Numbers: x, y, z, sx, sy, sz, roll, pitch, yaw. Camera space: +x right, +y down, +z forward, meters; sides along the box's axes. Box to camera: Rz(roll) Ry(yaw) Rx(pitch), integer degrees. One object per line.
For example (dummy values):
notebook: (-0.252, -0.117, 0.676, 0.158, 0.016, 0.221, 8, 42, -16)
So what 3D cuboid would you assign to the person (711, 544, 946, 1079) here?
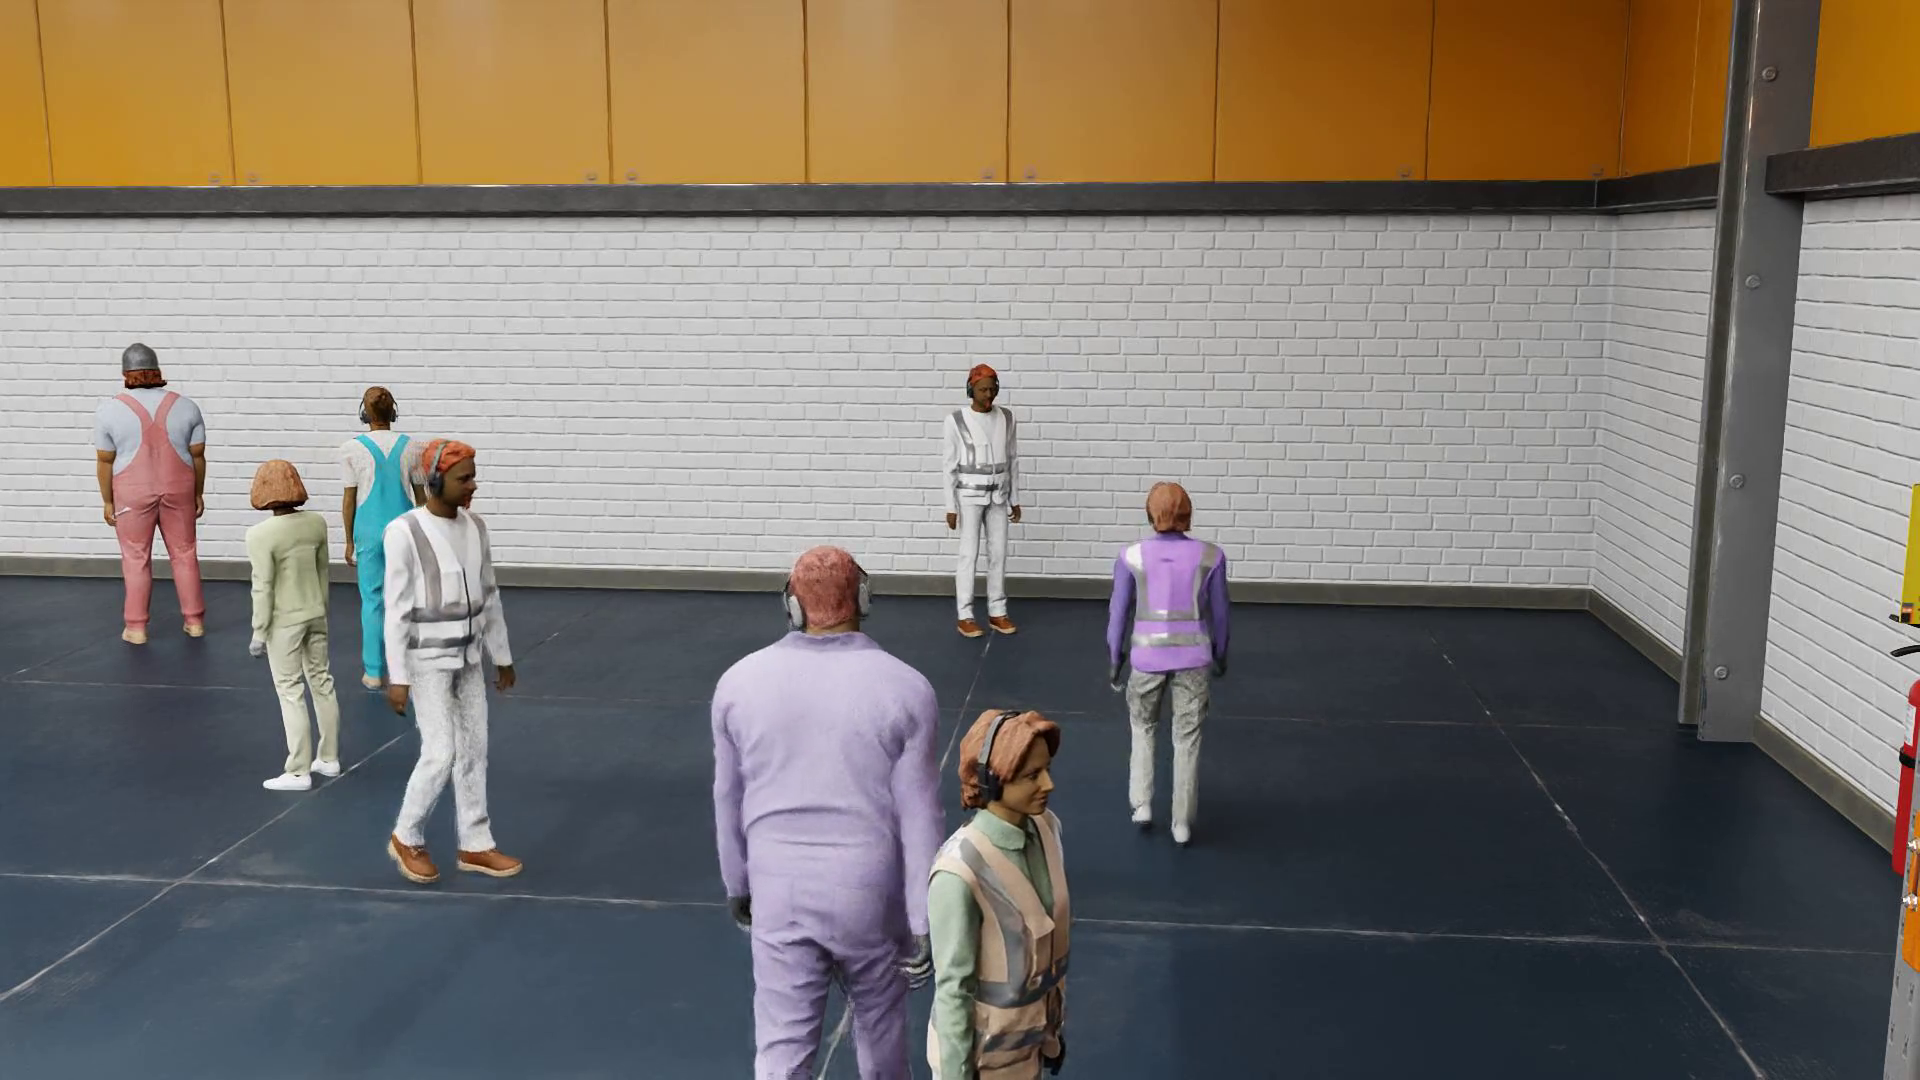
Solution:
person: (-0.345, 0.950, 4.530, 0.674, 1.854, 1.014, 2, 10, 9)

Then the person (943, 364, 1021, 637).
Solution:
person: (0.149, -0.270, 11.434, 0.586, 1.879, 0.356, -6, 11, -30)

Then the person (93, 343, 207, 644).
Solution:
person: (-5.494, -0.332, 11.311, 0.683, 2.000, 0.535, -7, 12, -36)

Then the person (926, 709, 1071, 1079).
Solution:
person: (0.089, 1.179, 3.804, 0.315, 1.641, 0.514, 5, 11, 28)

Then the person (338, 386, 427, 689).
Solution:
person: (-3.474, -0.012, 10.082, 0.501, 1.838, 0.343, -6, 12, -32)

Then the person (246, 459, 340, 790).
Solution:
person: (-3.292, 0.417, 8.189, 0.285, 1.634, 0.499, 4, 11, 21)

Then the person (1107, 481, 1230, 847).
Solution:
person: (0.938, 0.550, 7.475, 0.550, 1.620, 0.476, 1, 10, 6)

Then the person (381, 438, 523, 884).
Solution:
person: (-2.115, 0.513, 6.934, 0.436, 1.874, 0.641, 4, 11, 24)
